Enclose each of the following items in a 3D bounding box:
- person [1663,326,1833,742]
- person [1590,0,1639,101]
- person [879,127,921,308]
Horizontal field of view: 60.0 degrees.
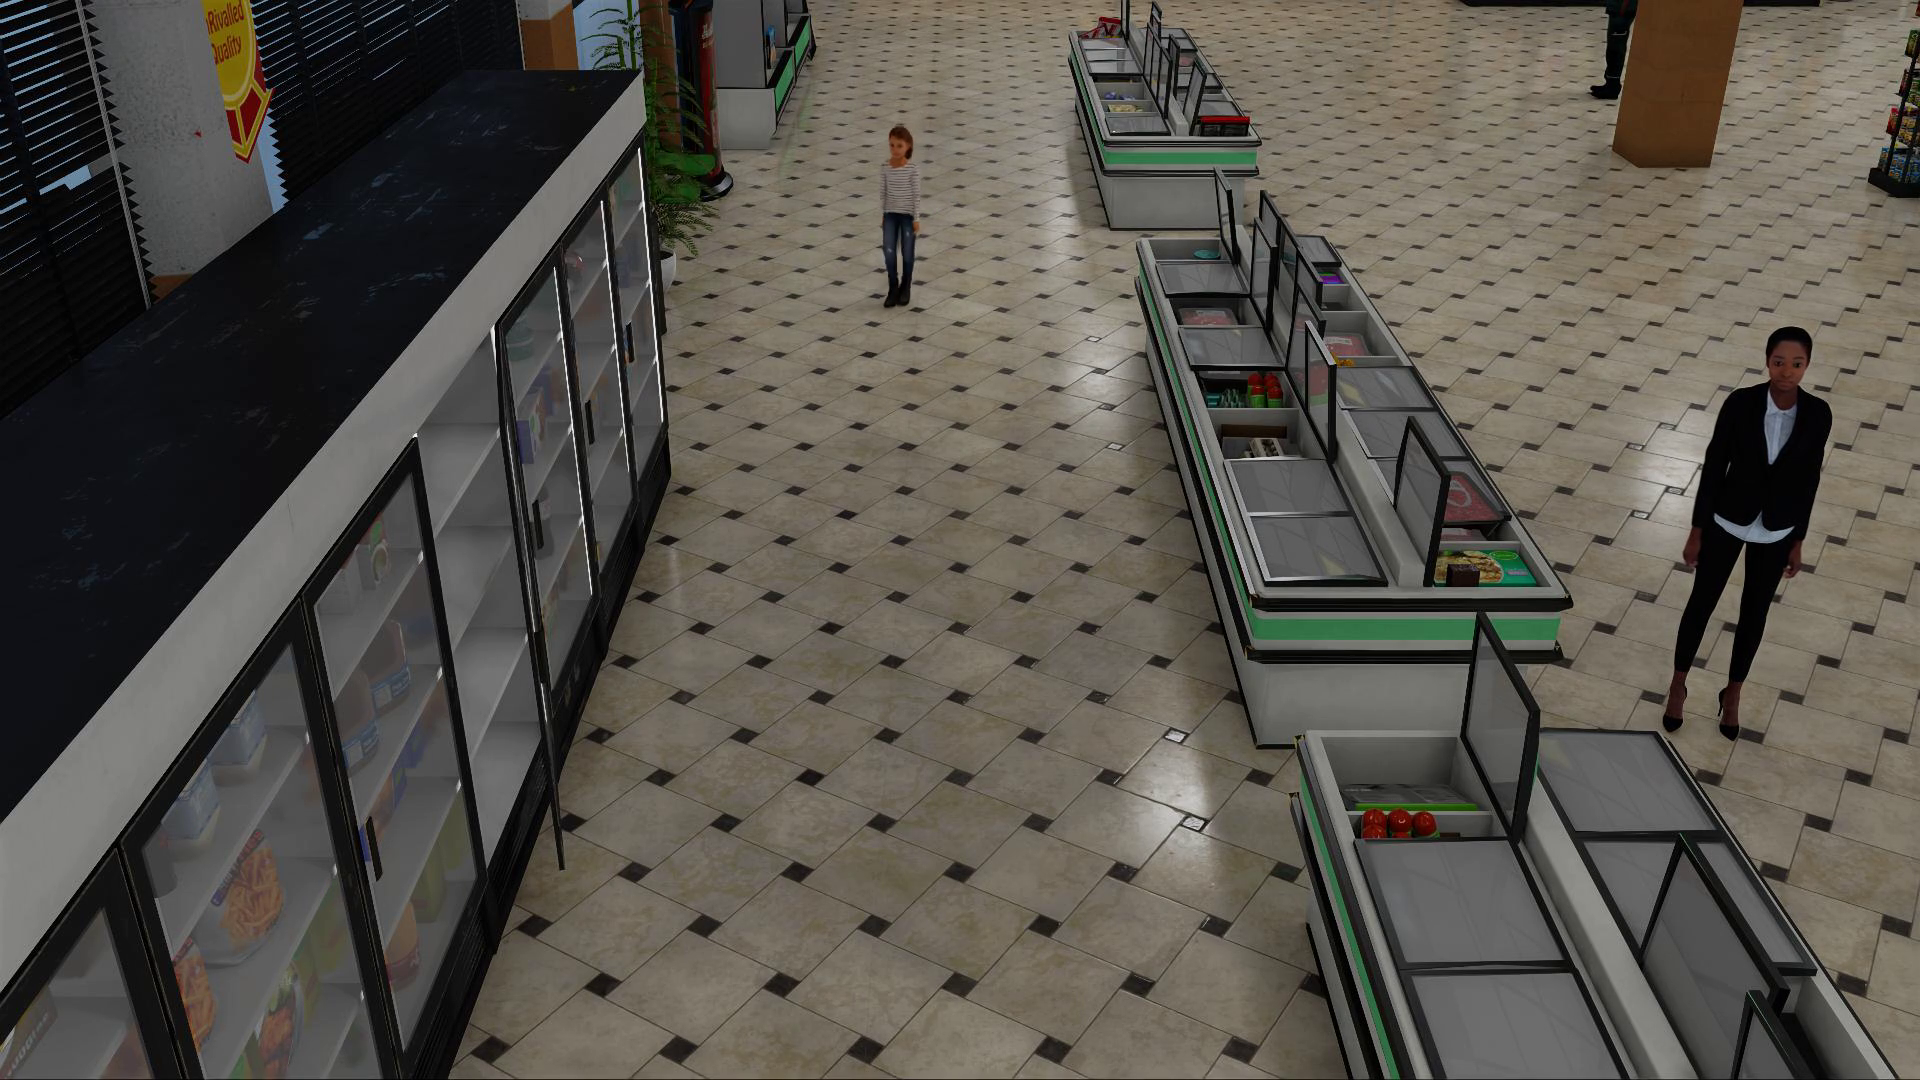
[{"bbox_3d":[3.250,-0.004,6.876,0.660,1.834,0.616,8,28,15],"label":"person"},{"bbox_3d":[7.297,-5.816,18.333,0.821,1.838,0.668,9,28,17],"label":"person"},{"bbox_3d":[-0.407,-2.336,12.130,0.522,1.242,0.608,5,27,9],"label":"person"}]
